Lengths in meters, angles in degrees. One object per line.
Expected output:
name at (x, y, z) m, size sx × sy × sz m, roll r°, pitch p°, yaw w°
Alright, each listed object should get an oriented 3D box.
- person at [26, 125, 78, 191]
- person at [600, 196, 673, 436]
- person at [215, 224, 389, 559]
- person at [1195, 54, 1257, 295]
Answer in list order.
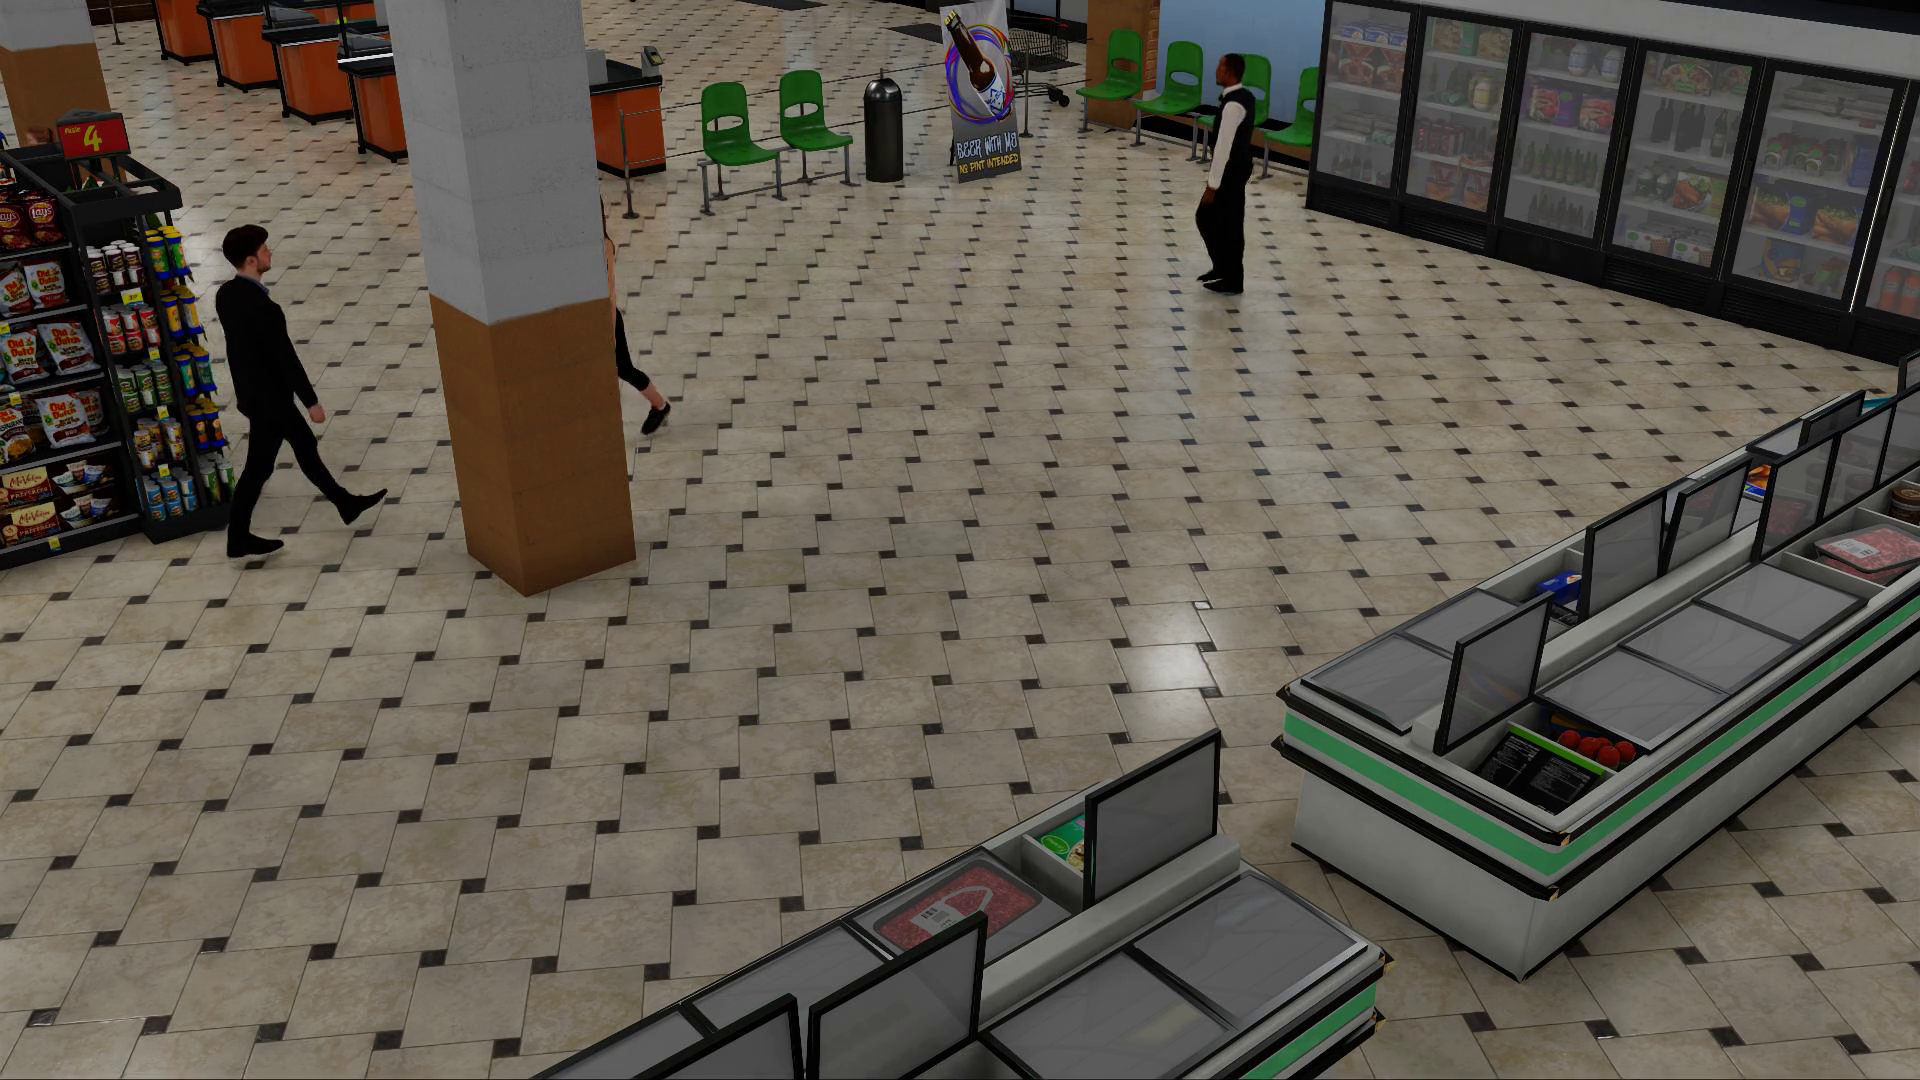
person at (-7.381, -2.801, 13.794) m, size 0.873 × 1.249 × 0.877 m, roll 6°, pitch 28°, yaw 12°
person at (-2.198, -1.369, 10.484) m, size 0.722 × 1.691 × 1.163 m, roll 20°, pitch 33°, yaw 34°
person at (-3.864, -0.750, 9.101) m, size 1.179 × 1.837 × 0.713 m, roll -21°, pitch 33°, yaw -35°
person at (2.238, -2.884, 13.232) m, size 0.921 × 1.906 × 0.826 m, roll 8°, pitch 28°, yaw 16°
